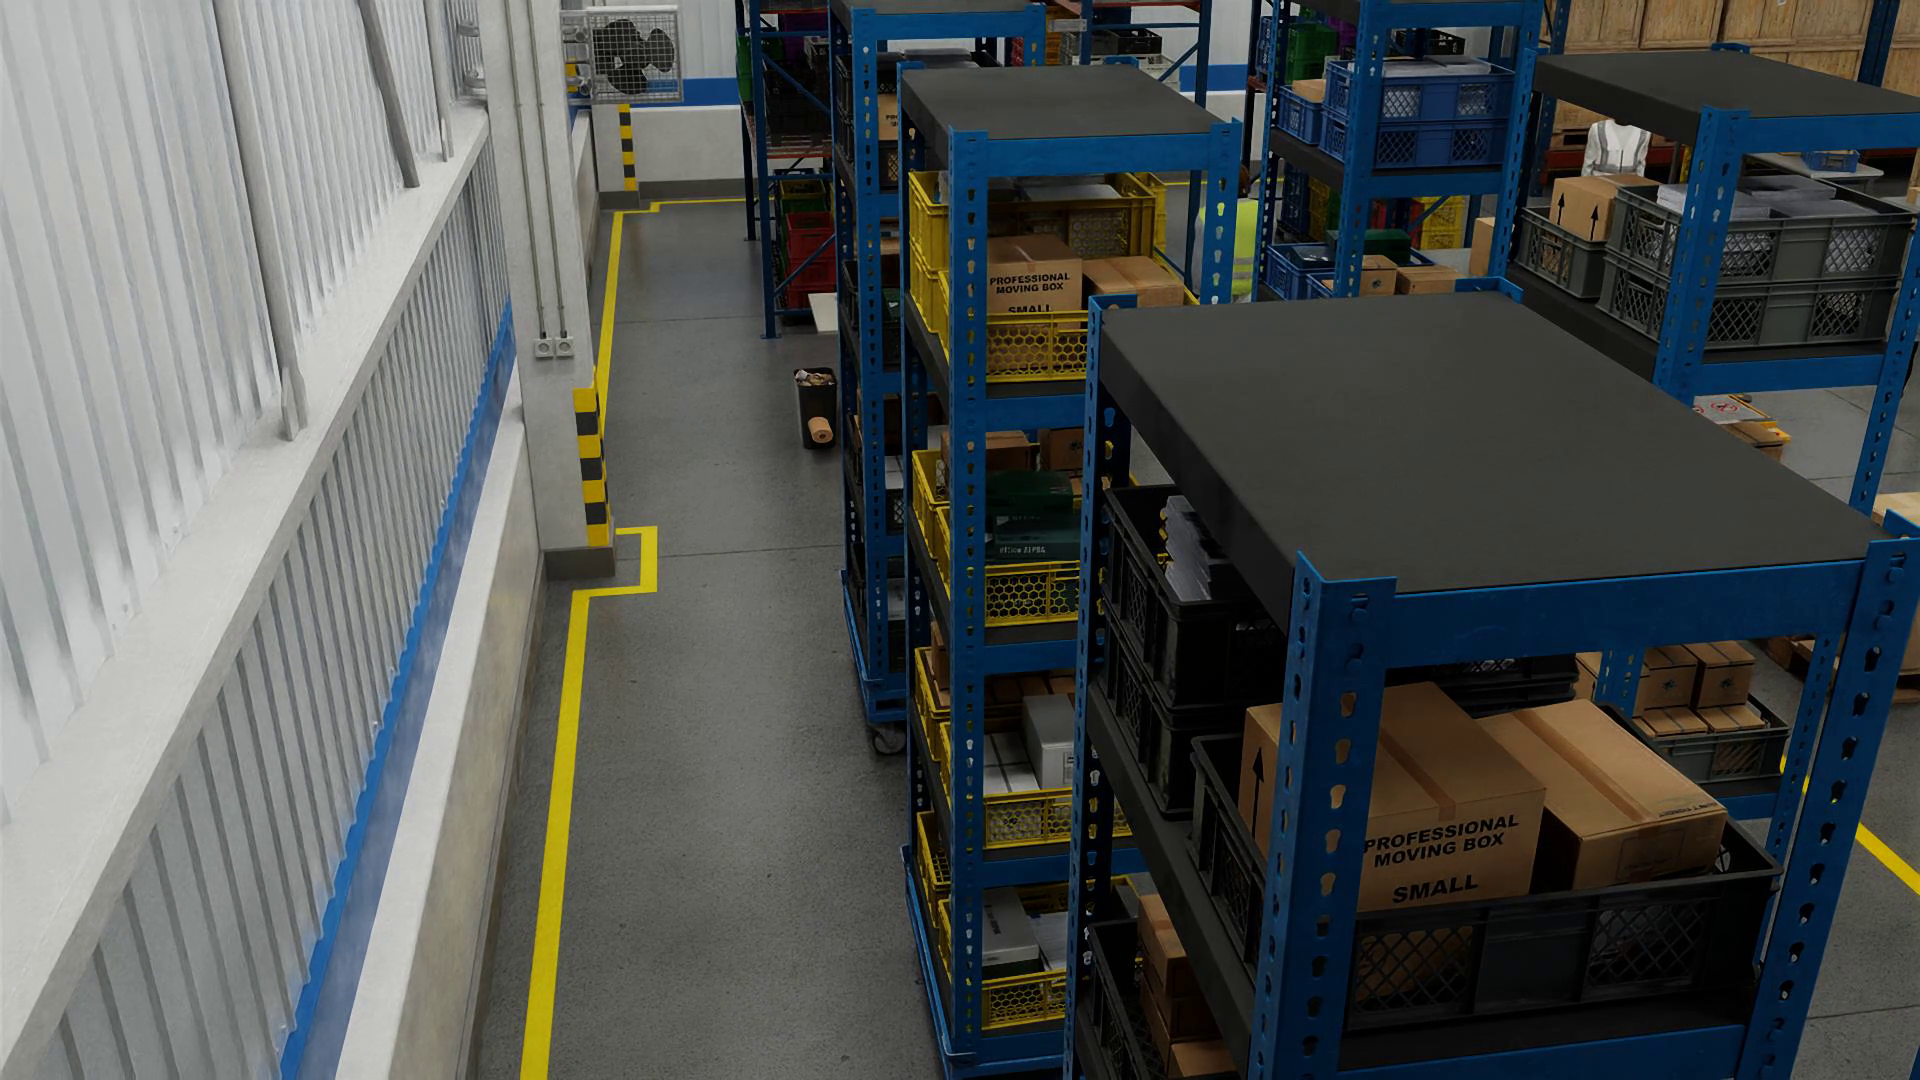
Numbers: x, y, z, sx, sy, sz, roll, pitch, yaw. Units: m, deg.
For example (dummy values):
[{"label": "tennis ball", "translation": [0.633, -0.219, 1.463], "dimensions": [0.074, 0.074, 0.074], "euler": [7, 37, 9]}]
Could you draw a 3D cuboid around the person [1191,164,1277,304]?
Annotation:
[{"label": "person", "translation": [2.036, -1.912, 12.561], "dimensions": [0.624, 1.841, 0.430], "euler": [-2, 25, -4]}]

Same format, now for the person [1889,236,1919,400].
[{"label": "person", "translation": [7.254, -1.757, 12.387], "dimensions": [0.535, 1.700, 0.318], "euler": [6, 25, 13]}]

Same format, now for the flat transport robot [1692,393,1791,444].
[{"label": "flat transport robot", "translation": [5.224, -0.859, 12.132], "dimensions": [1.431, 0.197, 0.652], "euler": [-4, 25, -8]}]

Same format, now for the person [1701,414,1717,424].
[{"label": "person", "translation": [3.384, -0.015, 8.255], "dimensions": [0.623, 1.989, 0.401], "euler": [-10, 27, -21]}]

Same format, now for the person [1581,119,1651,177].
[{"label": "person", "translation": [5.980, -3.193, 15.289], "dimensions": [0.574, 1.886, 0.355], "euler": [0, 25, 1]}]
